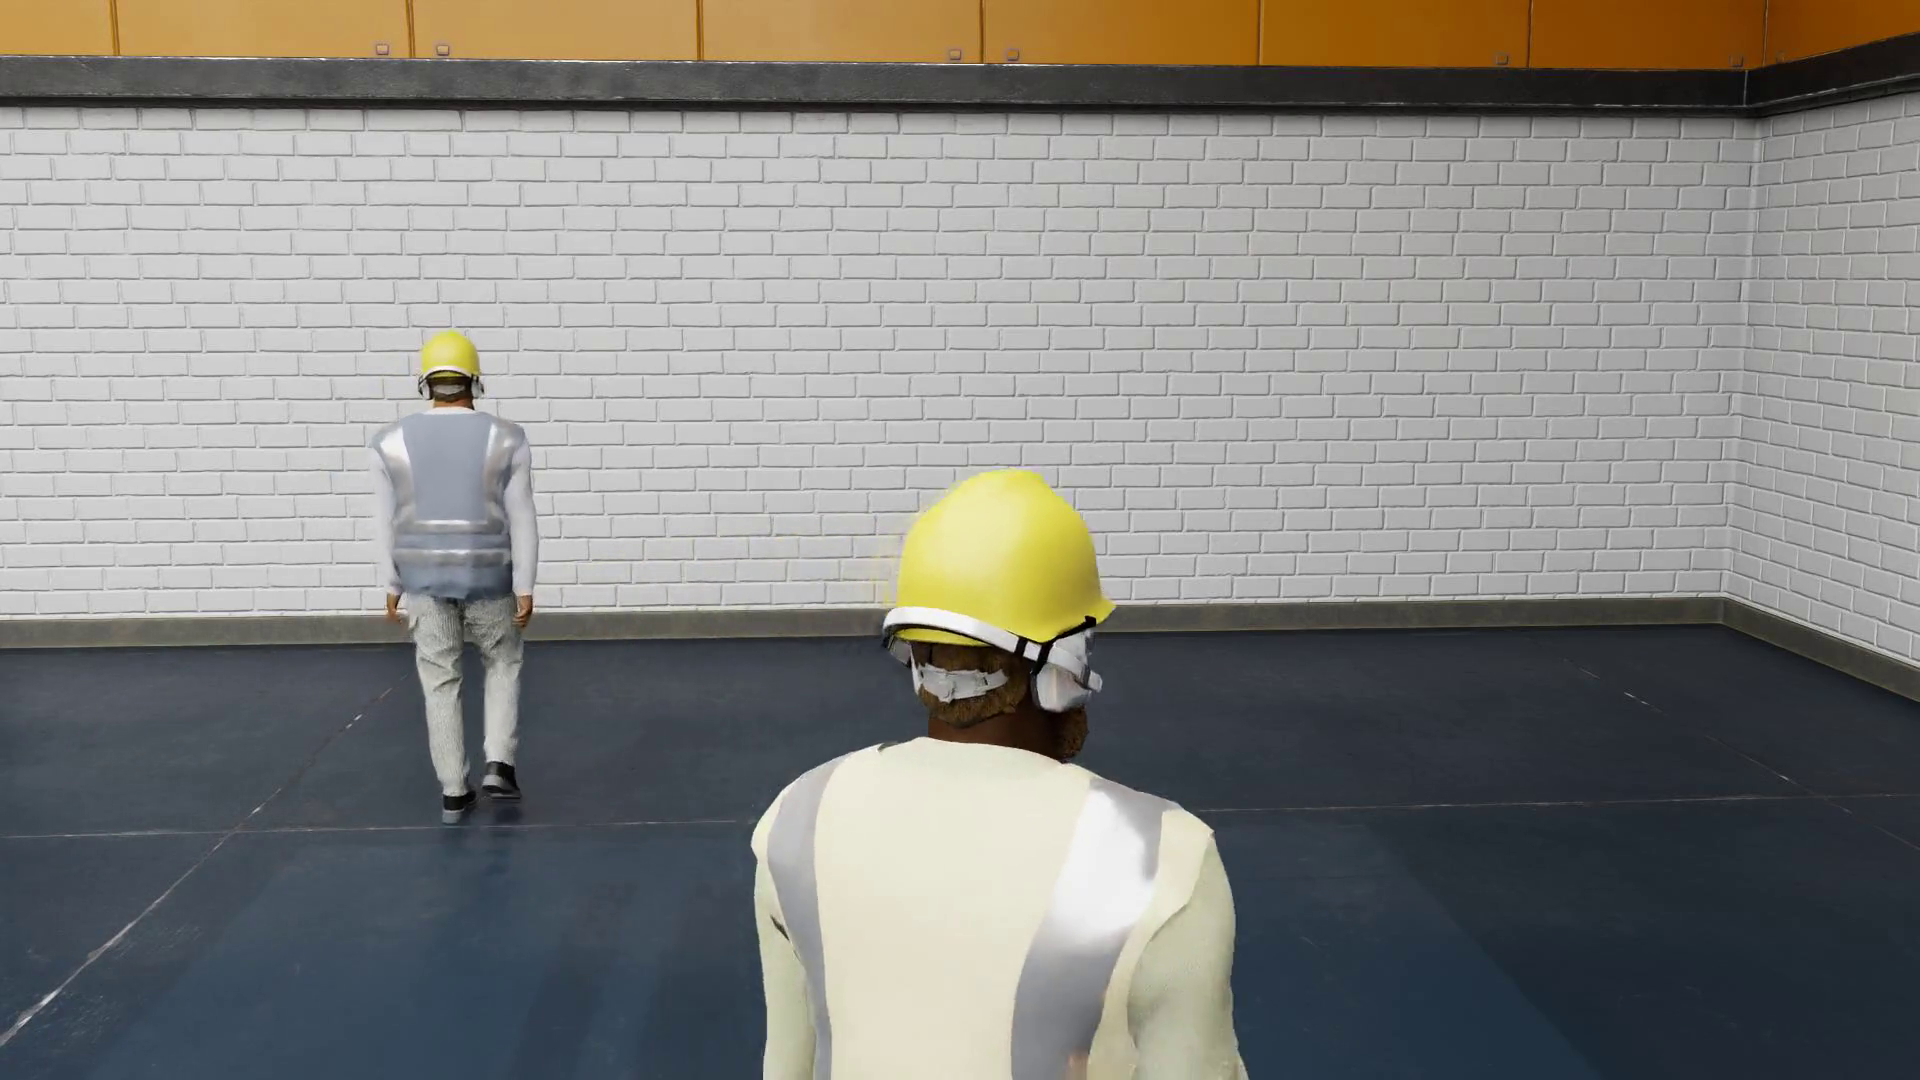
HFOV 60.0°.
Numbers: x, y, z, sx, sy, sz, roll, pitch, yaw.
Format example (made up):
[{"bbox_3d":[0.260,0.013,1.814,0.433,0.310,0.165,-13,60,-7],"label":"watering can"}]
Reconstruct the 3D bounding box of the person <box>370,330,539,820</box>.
[{"bbox_3d":[-1.866,0.136,6.198,0.592,1.818,0.417,-2,9,-10],"label":"person"}]

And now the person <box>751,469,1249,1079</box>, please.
[{"bbox_3d":[0.021,0.828,1.869,0.600,1.815,0.718,6,11,35],"label":"person"}]
